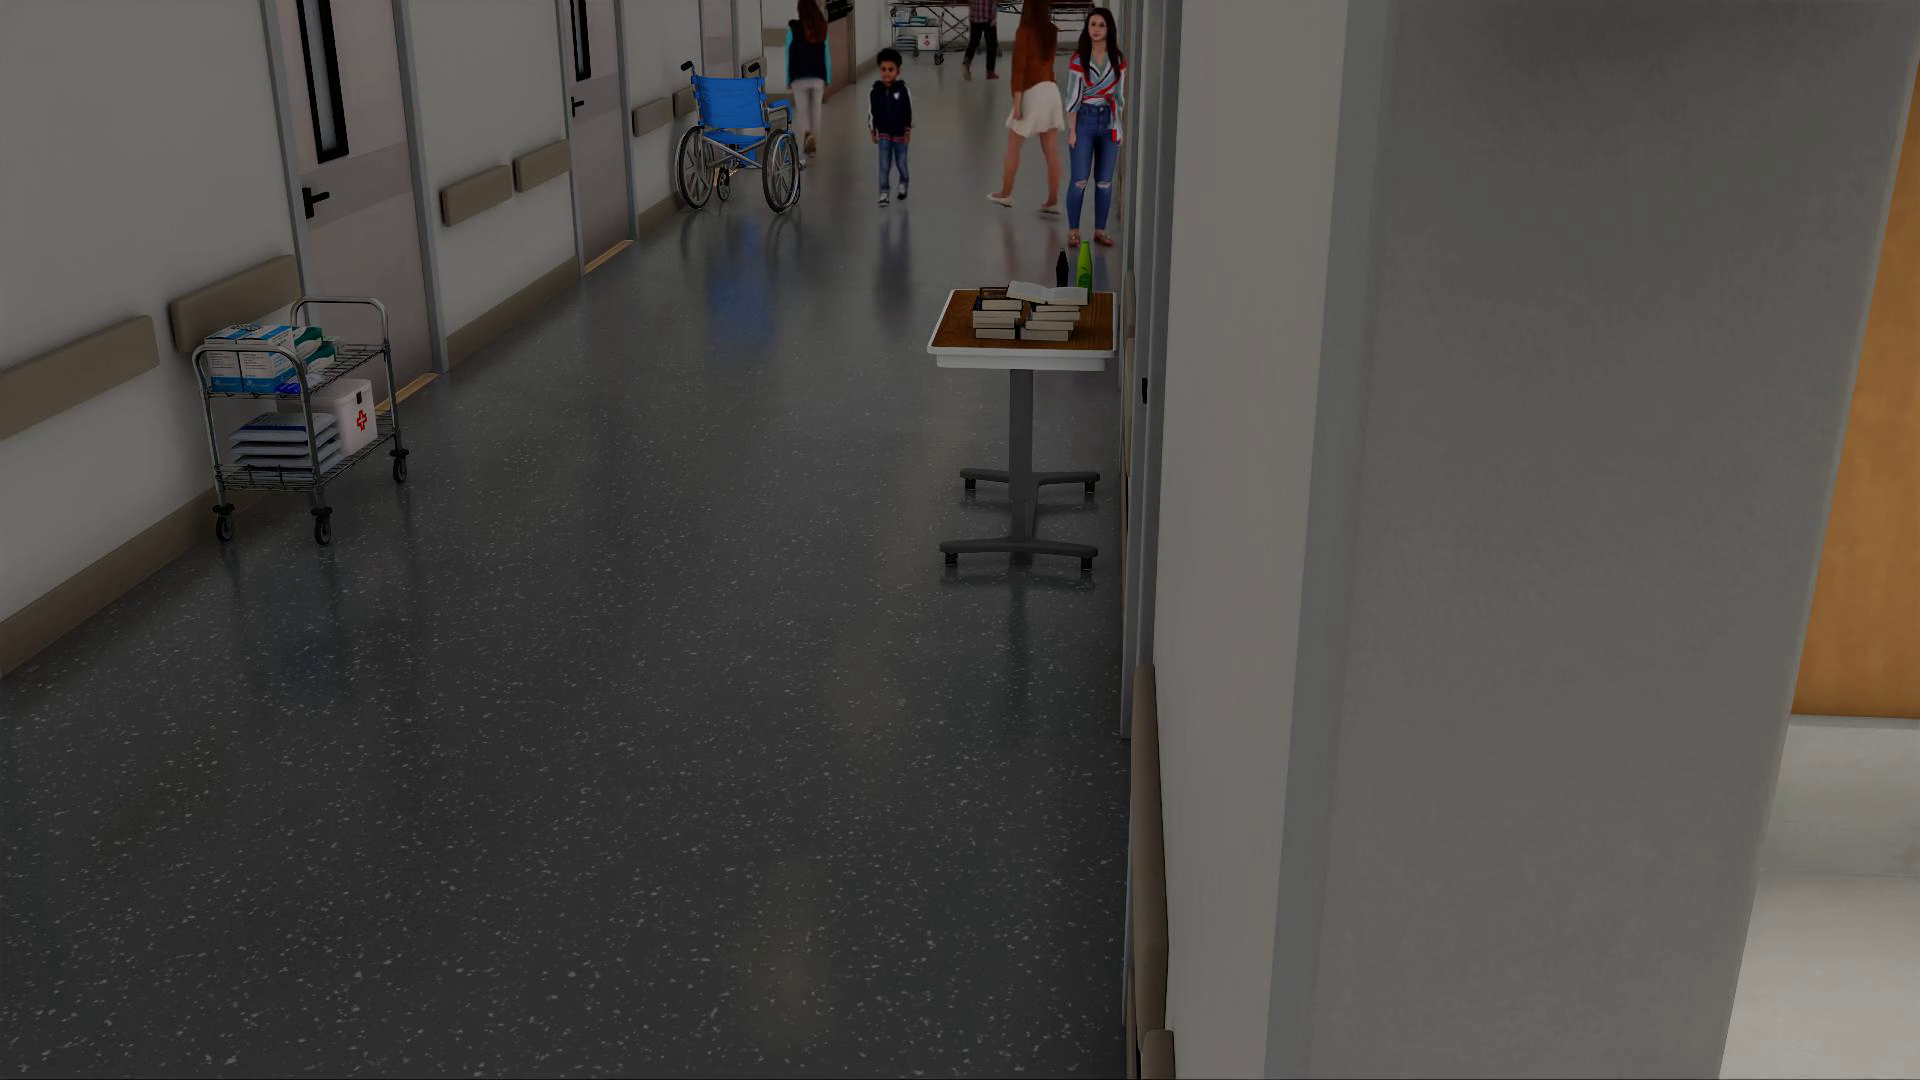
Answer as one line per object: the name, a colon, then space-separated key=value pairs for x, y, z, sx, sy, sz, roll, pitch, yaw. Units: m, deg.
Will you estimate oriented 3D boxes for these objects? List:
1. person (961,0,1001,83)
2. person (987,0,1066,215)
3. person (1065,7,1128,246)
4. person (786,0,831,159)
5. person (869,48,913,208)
person: x=0.263 y=-7.167 z=22.739 sx=0.960 sy=1.747 sz=1.149 roll=12 pitch=24 yaw=28
person: x=0.656 y=-3.325 z=12.691 sx=0.980 sy=1.680 sz=1.058 roll=-15 pitch=25 yaw=-34
person: x=0.940 y=-2.877 z=11.604 sx=0.641 sy=1.611 sz=0.602 roll=-4 pitch=21 yaw=-12
person: x=-1.423 y=-4.328 z=15.613 sx=0.699 sy=1.486 sz=0.855 roll=-4 pitch=21 yaw=-10
person: x=-0.515 y=-3.259 z=13.192 sx=0.546 sy=1.202 sz=0.853 roll=3 pitch=21 yaw=9
